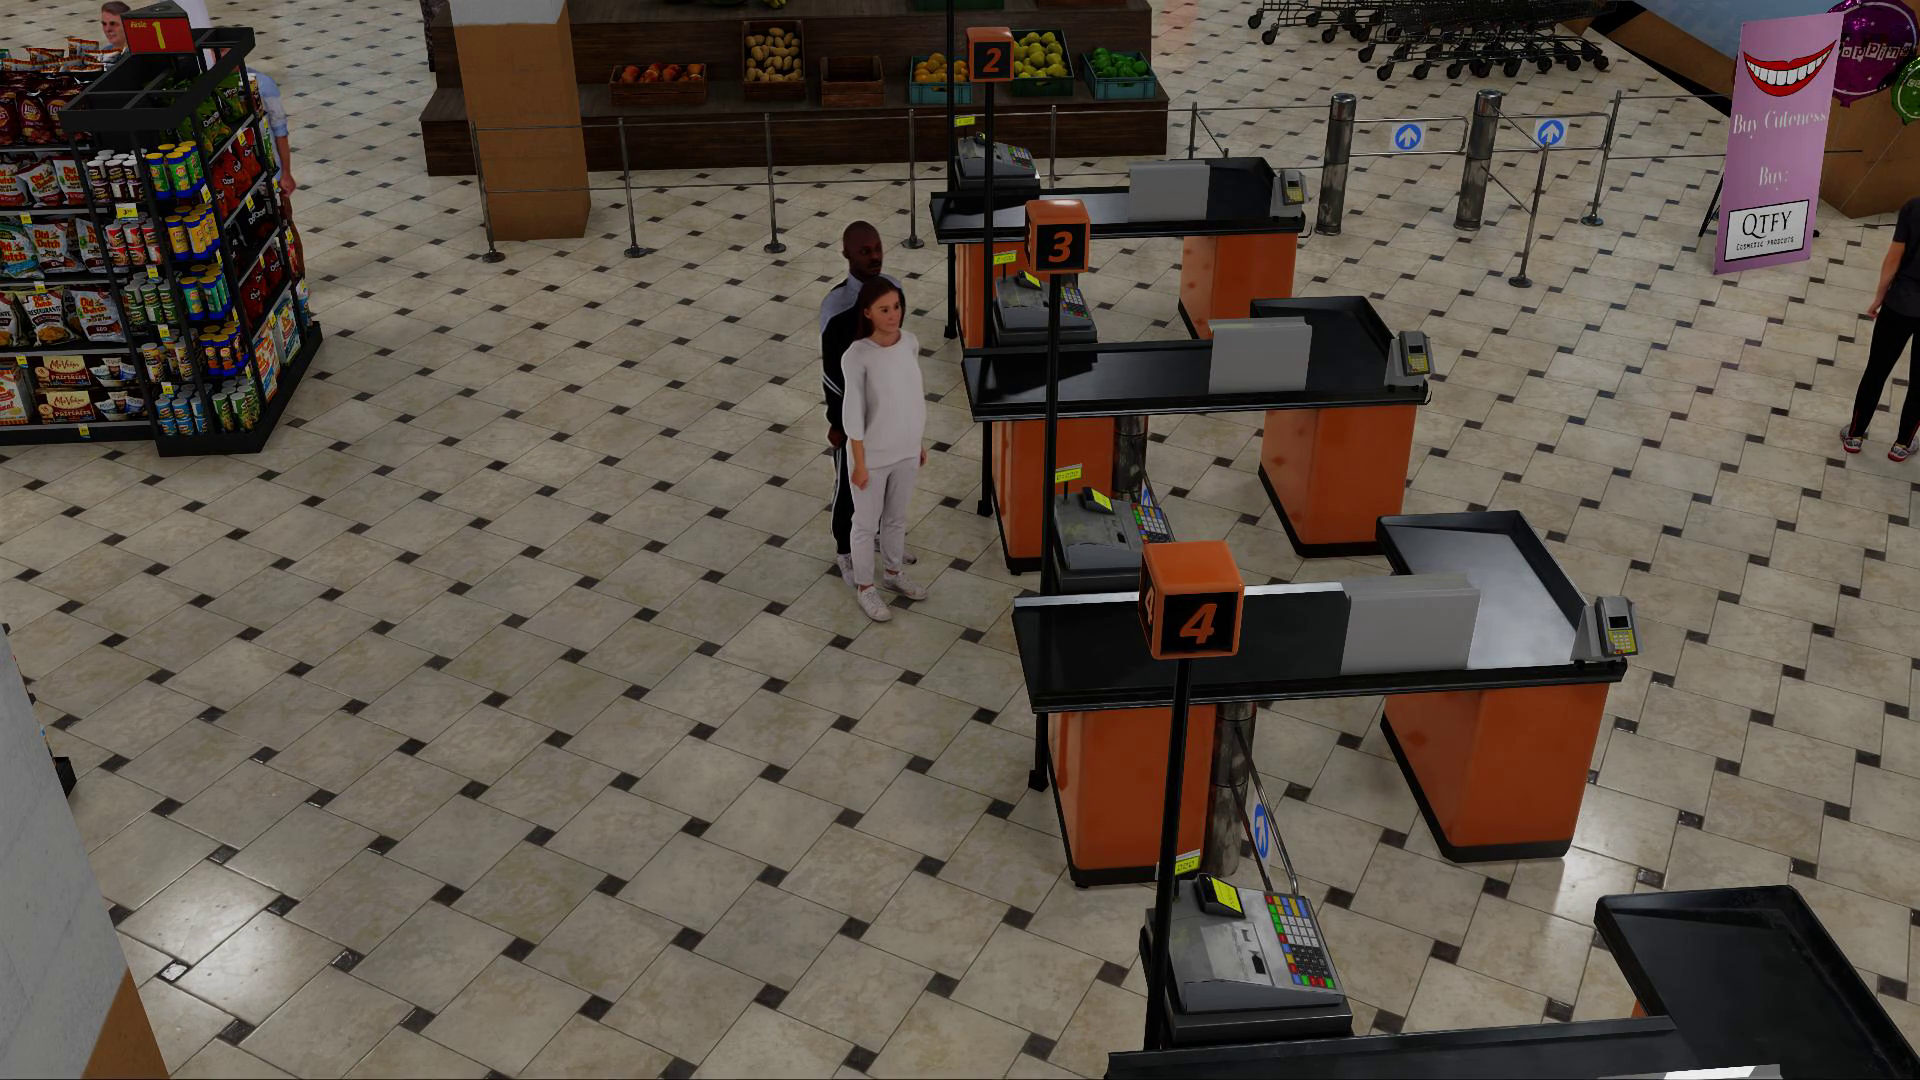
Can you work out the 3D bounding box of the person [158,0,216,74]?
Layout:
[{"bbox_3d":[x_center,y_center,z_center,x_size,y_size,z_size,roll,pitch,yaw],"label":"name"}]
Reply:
[{"bbox_3d":[-7.169,-5.210,15.211,0.842,1.927,0.800,-26,41,-36],"label":"person"}]

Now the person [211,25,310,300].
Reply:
[{"bbox_3d":[-4.620,-2.446,10.862,0.518,1.827,0.752,-1,32,-1],"label":"person"}]

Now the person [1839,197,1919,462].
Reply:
[{"bbox_3d":[5.210,-1.267,9.027,0.687,1.764,0.784,17,36,26],"label":"person"}]

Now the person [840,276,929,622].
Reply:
[{"bbox_3d":[-0.360,-0.434,7.760,0.669,1.688,0.745,-28,41,-37],"label":"person"}]

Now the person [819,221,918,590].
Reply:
[{"bbox_3d":[-0.449,-0.675,8.015,0.696,1.828,0.797,-25,40,-34],"label":"person"}]
